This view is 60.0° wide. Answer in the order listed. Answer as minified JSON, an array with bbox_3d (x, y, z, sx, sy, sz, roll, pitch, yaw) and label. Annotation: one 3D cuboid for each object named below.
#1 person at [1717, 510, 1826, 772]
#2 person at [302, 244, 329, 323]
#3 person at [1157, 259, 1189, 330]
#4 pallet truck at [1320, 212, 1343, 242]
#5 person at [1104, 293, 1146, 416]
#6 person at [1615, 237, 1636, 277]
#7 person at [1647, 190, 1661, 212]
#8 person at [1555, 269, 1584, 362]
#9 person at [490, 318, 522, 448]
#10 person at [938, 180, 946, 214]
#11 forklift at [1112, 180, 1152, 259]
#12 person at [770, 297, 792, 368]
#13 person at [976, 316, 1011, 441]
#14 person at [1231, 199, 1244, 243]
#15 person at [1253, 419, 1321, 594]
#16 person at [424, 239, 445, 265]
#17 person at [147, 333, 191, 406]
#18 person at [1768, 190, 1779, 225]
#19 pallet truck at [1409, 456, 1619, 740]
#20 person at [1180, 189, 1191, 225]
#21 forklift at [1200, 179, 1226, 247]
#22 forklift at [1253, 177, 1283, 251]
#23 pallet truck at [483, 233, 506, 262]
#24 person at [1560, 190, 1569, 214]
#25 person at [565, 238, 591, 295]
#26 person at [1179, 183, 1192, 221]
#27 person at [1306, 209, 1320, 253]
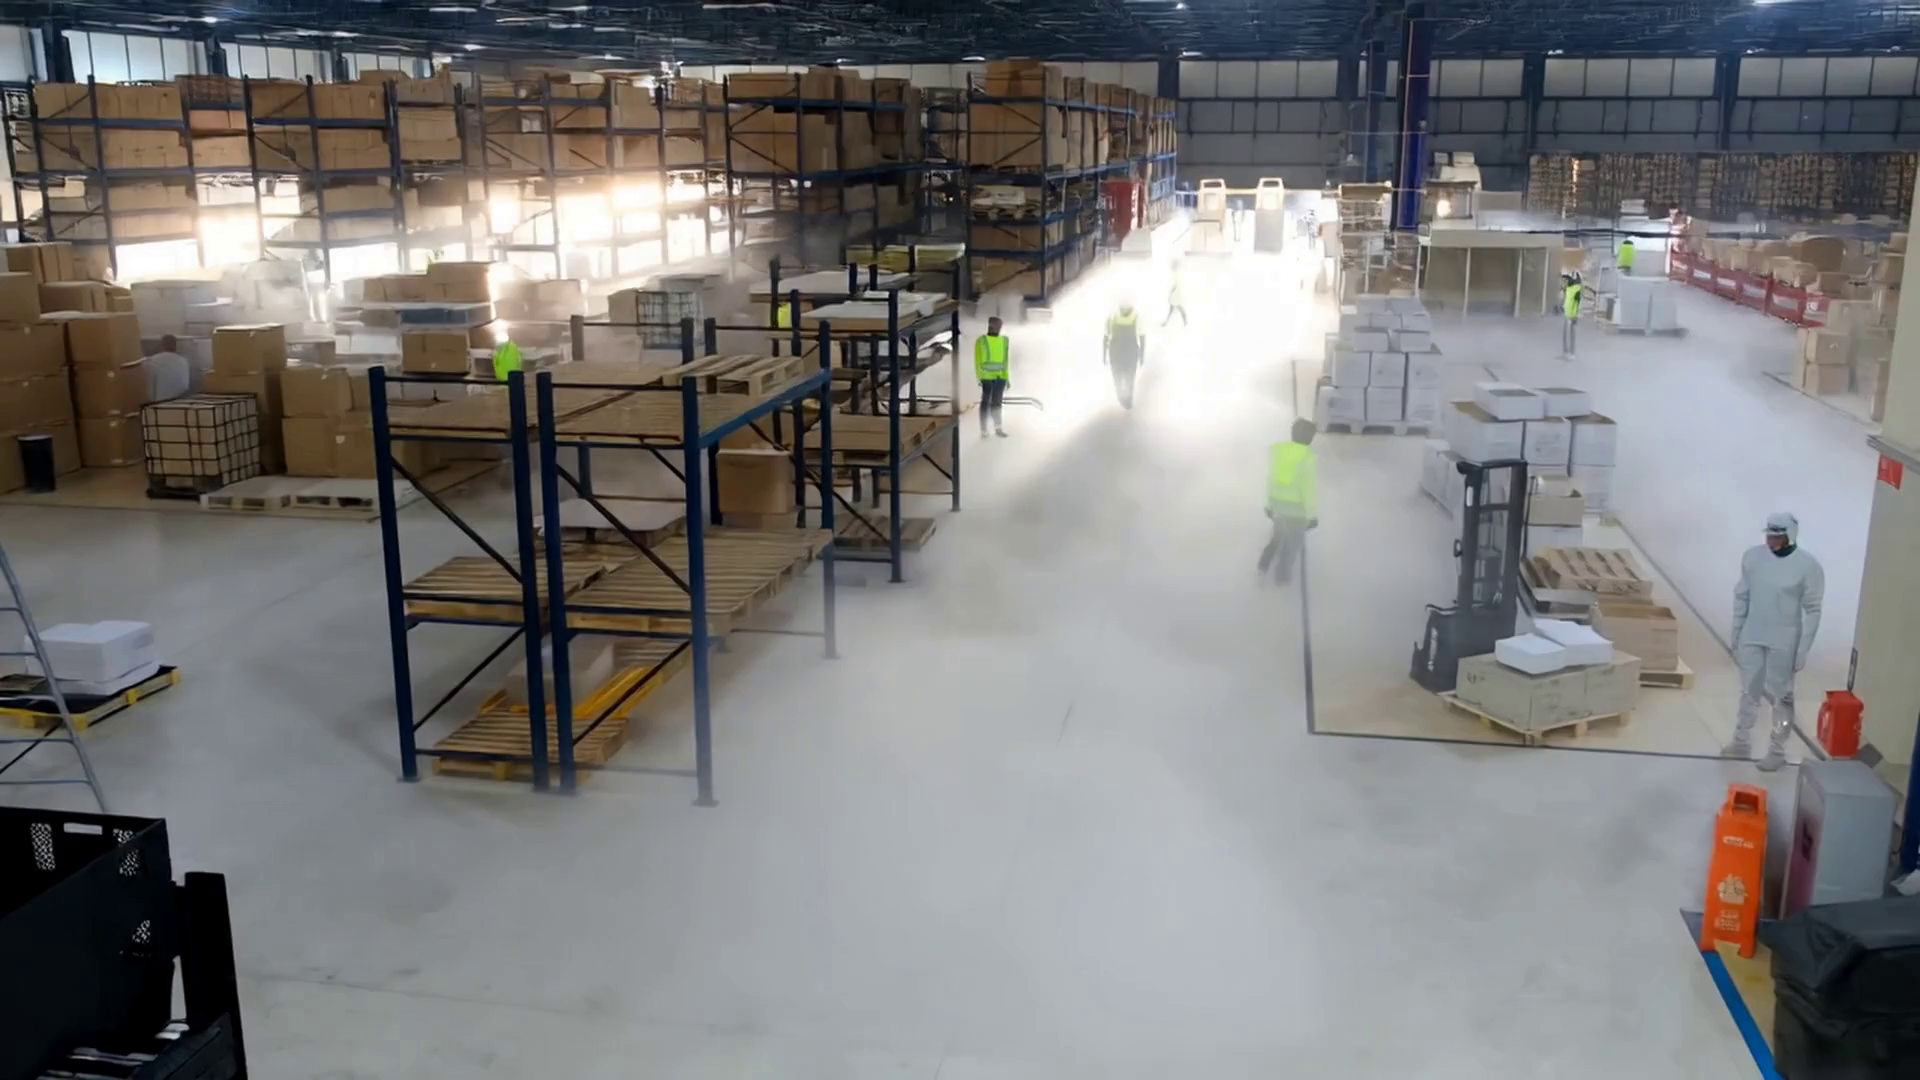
[{"bbox_3d":[5.941,0.728,12.183,0.357,1.938,0.638,-8,16,-31],"label":"person"},{"bbox_3d":[-15.716,-6.252,40.590,0.587,1.911,0.397,-7,15,-25],"label":"person"},{"bbox_3d":[5.051,-5.800,39.276,0.872,1.652,0.548,3,14,13],"label":"person"},{"bbox_3d":[15.874,-13.227,70.310,0.680,1.201,1.601,10,17,35],"label":"pallet truck"},{"bbox_3d":[2.743,-3.142,27.689,0.695,2.000,0.882,4,14,16],"label":"person"},{"bbox_3d":[19.308,-7.996,48.312,0.514,1.584,0.849,2,14,8],"label":"person"},{"bbox_3d":[32.543,-15.461,77.992,0.622,1.892,0.992,2,14,10],"label":"person"},{"bbox_3d":[12.421,-4.563,33.808,0.328,1.872,0.510,-4,14,-16],"label":"person"},{"bbox_3d":[-6.700,-2.321,24.586,0.589,1.927,0.388,13,19,42],"label":"person"},{"bbox_3d":[-1.030,-19.210,93.231,0.432,1.893,0.576,7,15,26],"label":"person"},{"bbox_3d":[6.082,-11.722,60.796,1.873,2.768,1.129,2,14,9],"label":"forklift"},{"bbox_3d":[-3.351,-3.870,31.510,0.520,1.623,0.608,7,15,25],"label":"person"},{"bbox_3d":[0.507,-2.454,25.215,0.584,1.883,0.345,-8,16,-30],"label":"person"},{"bbox_3d":[11.604,-13.377,69.703,0.404,1.823,0.591,-12,18,-39],"label":"person"},{"bbox_3d":[3.328,-0.318,16.709,0.435,1.825,0.657,-10,17,-34],"label":"person"},{"bbox_3d":[-13.732,-6.995,43.810,0.761,1.816,0.639,11,18,38],"label":"person"},{"bbox_3d":[-10.855,-1.918,23.038,0.637,1.884,1.017,2,14,8],"label":"person"},{"bbox_3d":[39.024,-15.825,79.641,0.739,1.815,0.569,4,14,16],"label":"person"},{"bbox_3d":[4.504,0.400,13.395,0.823,1.965,1.885,-6,15,-23],"label":"pallet truck"},{"bbox_3d":[11.282,-16.691,83.306,0.521,1.738,0.810,3,14,12],"label":"person"},{"bbox_3d":[9.577,-12.349,63.341,1.129,2.768,1.873,3,14,10],"label":"forklift"},{"bbox_3d":[12.083,-12.747,64.956,1.129,2.768,1.873,3,14,10],"label":"forklift"},{"bbox_3d":[-11.832,-7.026,43.548,1.885,1.965,0.823,8,16,28],"label":"pallet truck"},{"bbox_3d":[29.439,-16.096,80.790,0.821,1.807,0.603,1,14,4],"label":"person"},{"bbox_3d":[-9.535,-6.539,41.583,0.612,1.991,0.392,-3,14,-11],"label":"person"},{"bbox_3d":[11.784,-17.653,86.821,0.652,1.939,1.047,2,14,7],"label":"person"},{"bbox_3d":[13.595,-11.950,64.199,0.536,1.678,0.567,1,14,4],"label":"person"}]
